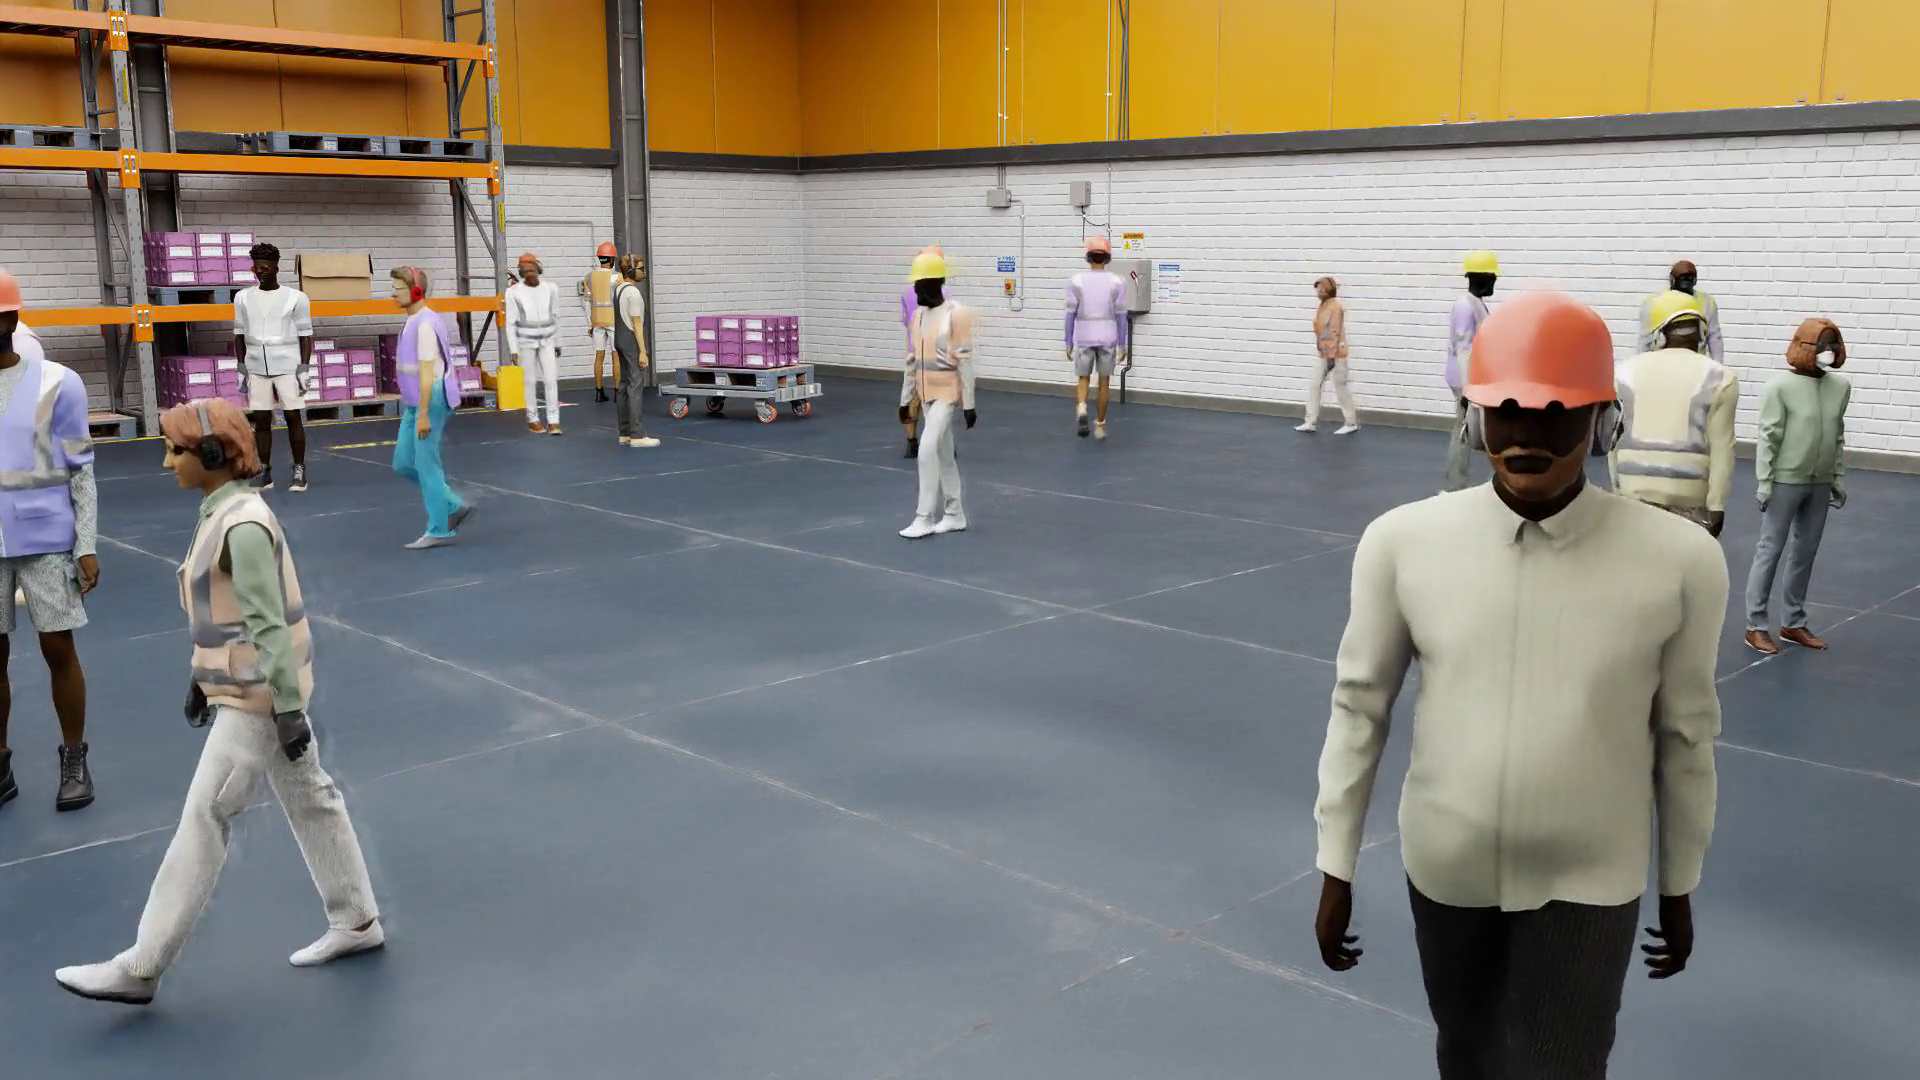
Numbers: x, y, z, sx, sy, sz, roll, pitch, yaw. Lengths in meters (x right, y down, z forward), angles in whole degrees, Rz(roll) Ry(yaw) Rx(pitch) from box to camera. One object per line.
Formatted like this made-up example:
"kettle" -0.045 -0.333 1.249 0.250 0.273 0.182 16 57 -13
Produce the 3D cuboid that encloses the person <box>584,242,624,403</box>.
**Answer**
"person" -4.266 -2.635 20.195 0.551 1.934 0.373 3 11 14

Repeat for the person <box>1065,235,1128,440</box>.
"person" 1.336 -1.966 16.301 0.611 2.025 0.587 2 11 11

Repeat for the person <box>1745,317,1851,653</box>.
"person" 4.090 -0.264 8.094 0.507 1.631 0.266 -3 11 -16

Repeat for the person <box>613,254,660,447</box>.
"person" -3.141 -1.816 15.979 0.344 1.847 0.504 -7 12 -33

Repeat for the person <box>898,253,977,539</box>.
"person" -0.234 -0.948 11.092 0.769 1.897 0.628 -7 12 -33

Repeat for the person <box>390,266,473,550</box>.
"person" -3.463 -0.844 10.733 0.426 1.831 0.578 -6 12 -30

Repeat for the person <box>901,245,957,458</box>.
"person" -0.277 -1.700 15.104 0.551 1.937 0.370 9 14 41

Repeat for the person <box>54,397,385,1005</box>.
"person" -1.980 0.429 4.408 0.851 1.590 0.530 -5 12 -26

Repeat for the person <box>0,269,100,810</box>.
"person" -3.300 0.008 5.784 0.551 1.934 0.373 -3 11 -16

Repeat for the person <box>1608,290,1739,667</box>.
"person" 3.177 -0.232 7.528 0.590 1.786 0.851 9 14 40

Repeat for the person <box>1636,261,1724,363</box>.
"person" 6.046 -1.417 13.908 0.647 1.797 0.918 0 10 1

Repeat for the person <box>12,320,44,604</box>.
"person" -5.357 -0.571 9.231 0.631 1.843 0.431 4 11 22

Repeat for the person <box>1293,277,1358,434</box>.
"person" 3.727 -1.852 16.834 0.770 1.599 0.534 -3 11 -16

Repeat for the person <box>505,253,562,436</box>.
"person" -4.266 -1.956 16.774 0.623 1.825 0.856 -6 12 -30

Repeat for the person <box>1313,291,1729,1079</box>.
"person" 0.948 0.543 2.887 0.641 1.938 1.040 5 11 25

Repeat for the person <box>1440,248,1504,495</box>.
"person" 3.817 -1.199 12.401 0.378 1.931 0.590 4 11 22

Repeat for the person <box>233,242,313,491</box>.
"person" -5.433 -1.360 13.163 0.603 1.966 0.367 -1 10 -3
